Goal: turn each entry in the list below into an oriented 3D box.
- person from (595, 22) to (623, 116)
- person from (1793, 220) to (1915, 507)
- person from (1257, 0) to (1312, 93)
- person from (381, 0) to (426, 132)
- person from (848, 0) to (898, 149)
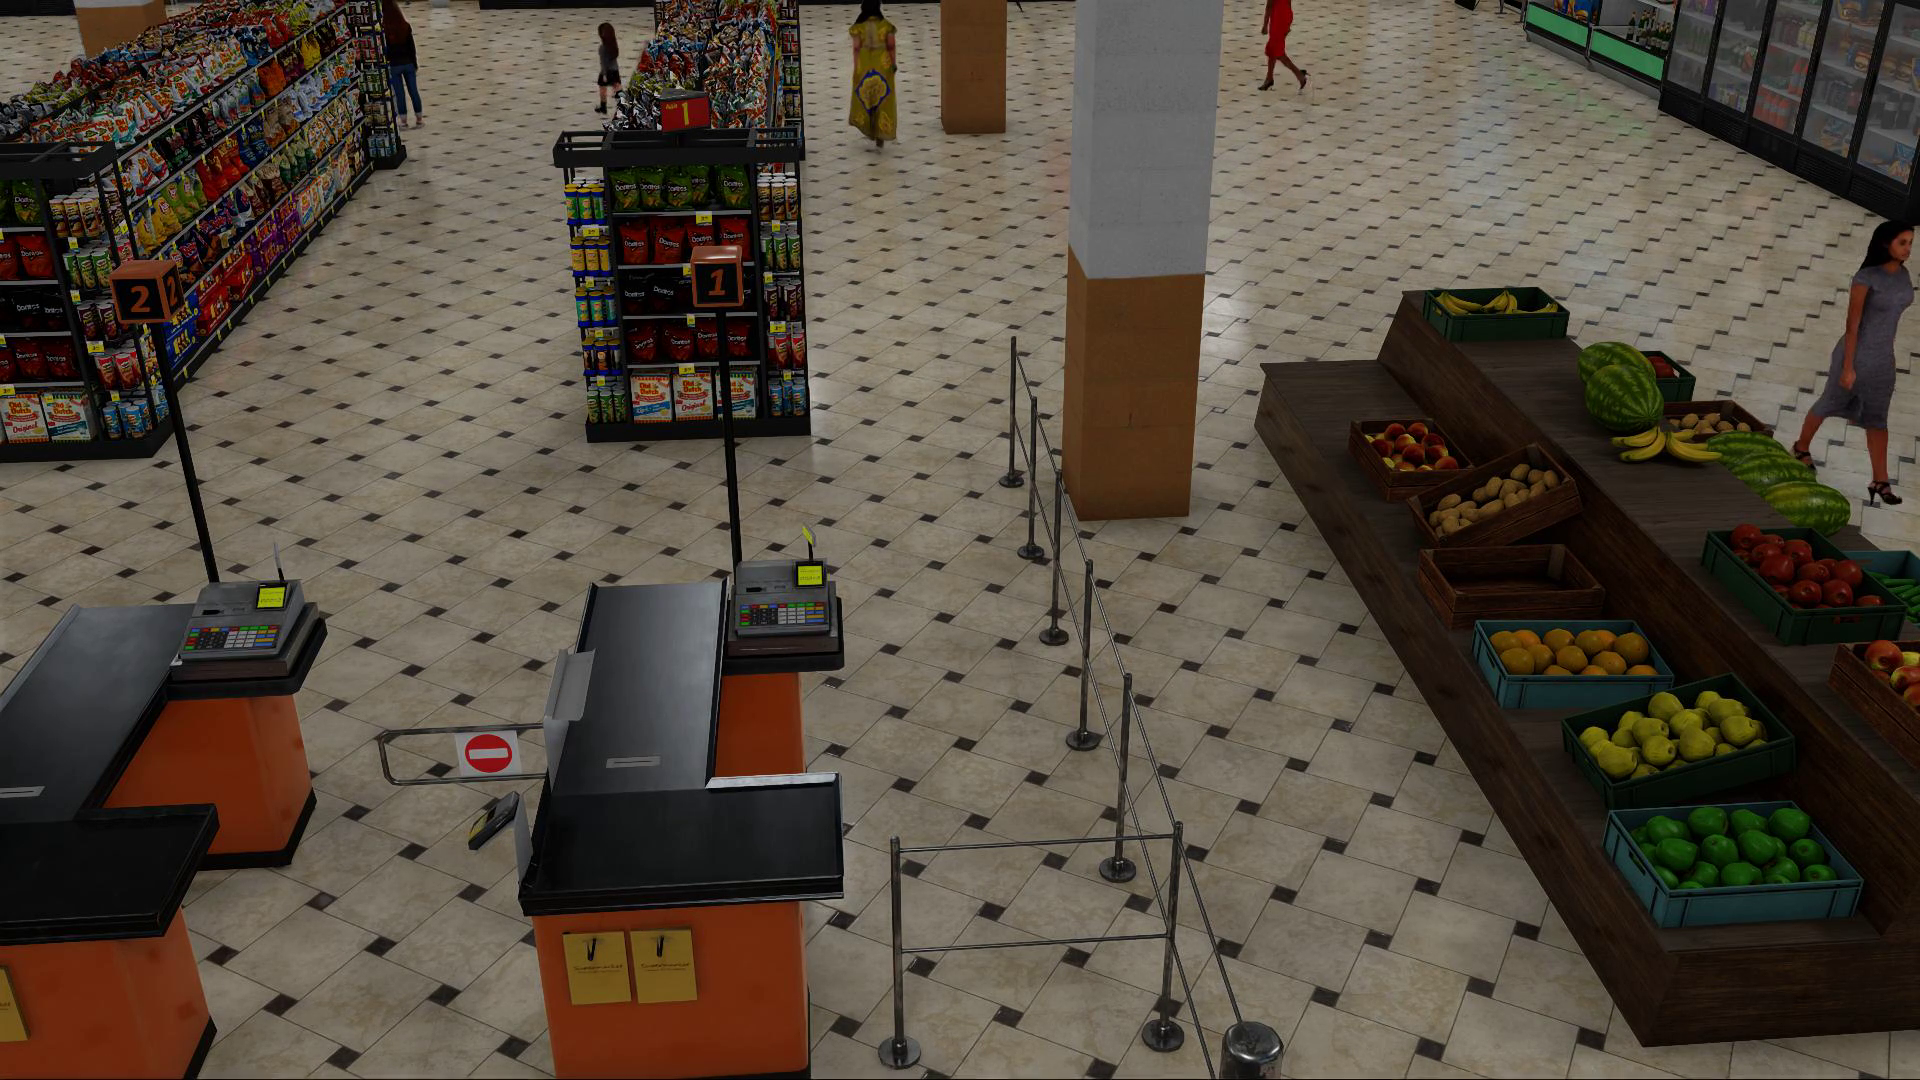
[{"bbox_3d":[-4.153,-5.614,19.908,0.776,1.083,0.797,12,29,23],"label":"person"},{"bbox_3d":[5.514,-1.115,10.317,0.735,1.733,1.153,-7,28,-13],"label":"person"},{"bbox_3d":[4.076,-6.436,20.825,1.038,1.719,0.984,21,34,35],"label":"person"},{"bbox_3d":[-6.476,-5.511,19.262,0.638,1.483,0.644,-16,31,-29],"label":"person"},{"bbox_3d":[-0.945,-5.134,18.392,0.746,1.598,1.219,-1,27,-2],"label":"person"}]
